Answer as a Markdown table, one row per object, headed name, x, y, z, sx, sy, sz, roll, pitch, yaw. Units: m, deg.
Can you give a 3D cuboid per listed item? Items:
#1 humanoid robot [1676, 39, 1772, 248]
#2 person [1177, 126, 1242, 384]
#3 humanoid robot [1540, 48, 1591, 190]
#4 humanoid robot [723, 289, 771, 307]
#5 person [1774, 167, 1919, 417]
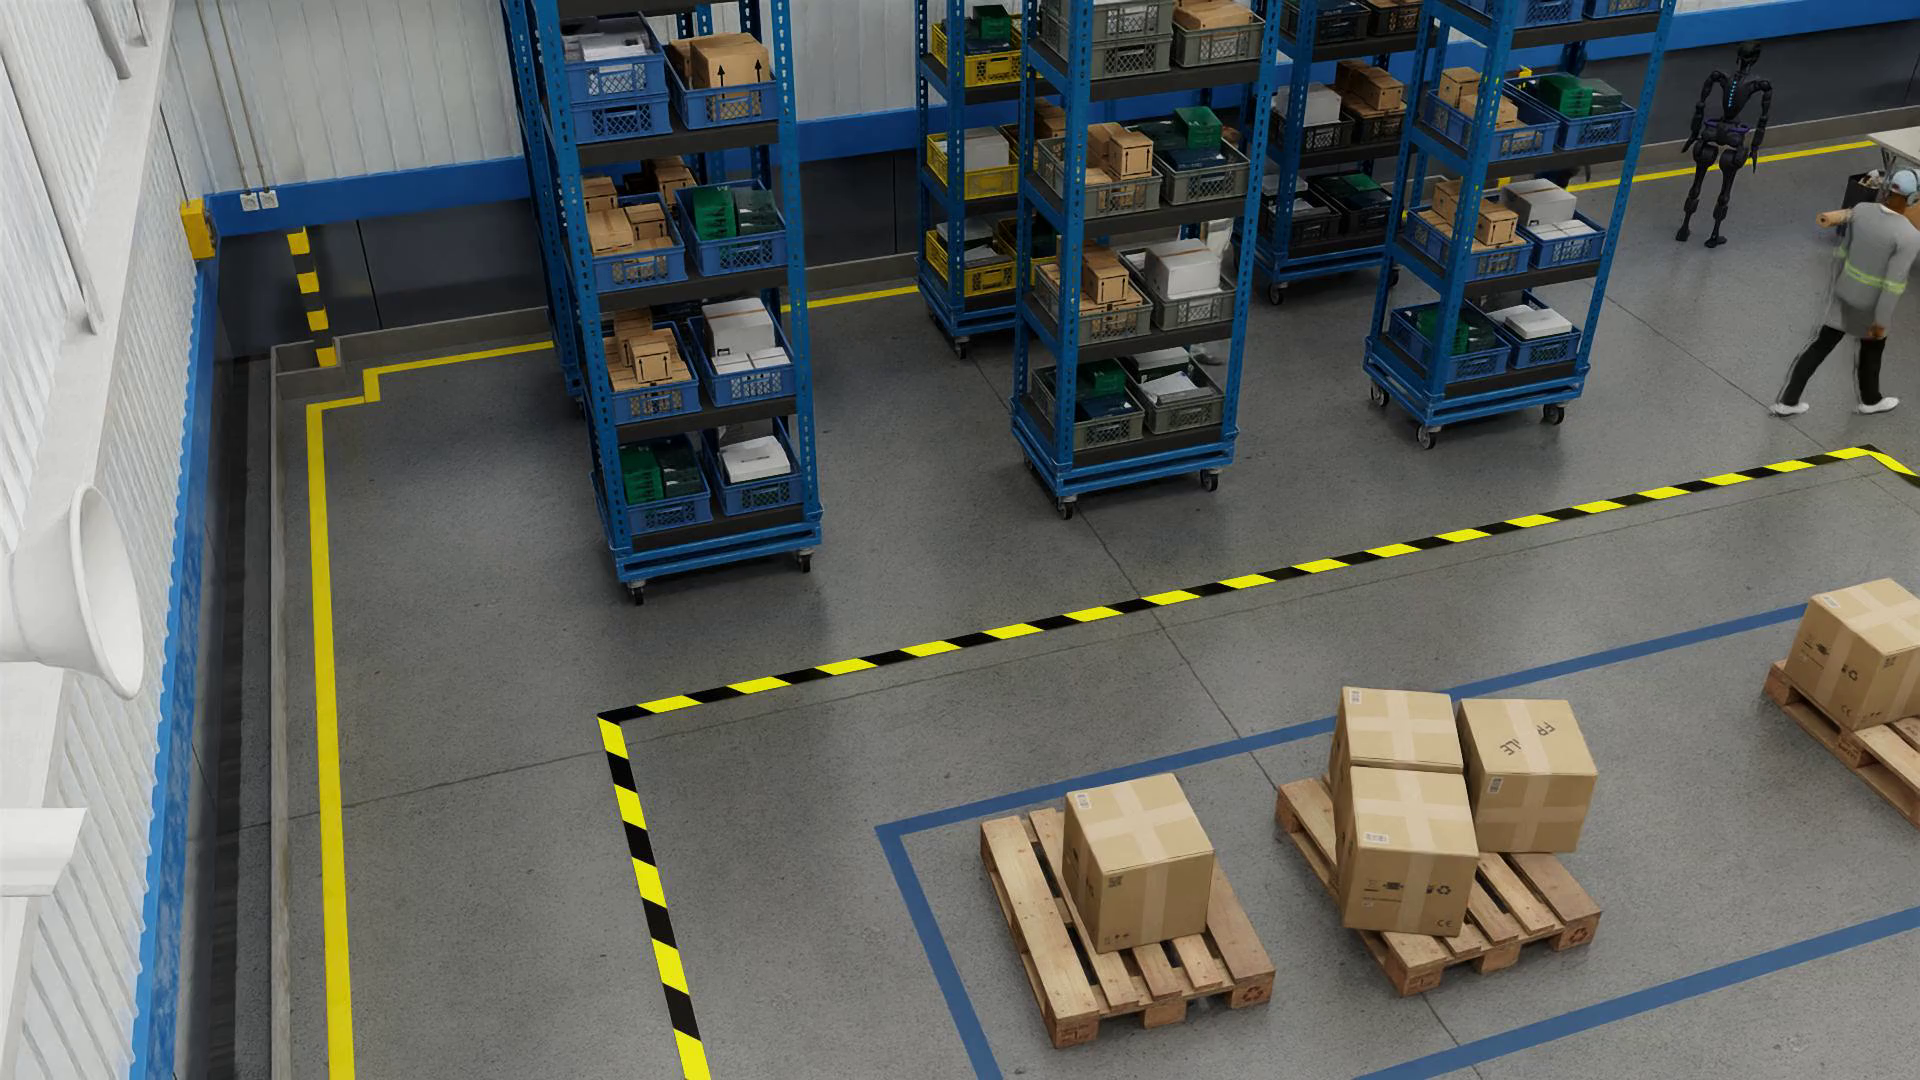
| name | x | y | z | sx | sy | sz | roll | pitch | yaw |
| --- | --- | --- | --- | --- | --- | --- | --- | --- | --- |
| humanoid robot | 6.116 | -3.189 | 13.342 | 0.599 | 1.657 | 0.315 | 25 | 42 | 31 |
| person | 1.685 | -1.980 | 11.498 | 0.373 | 1.839 | 0.568 | 14 | 38 | 19 |
| humanoid robot | 4.751 | -3.097 | 13.222 | 0.384 | 1.642 | 0.589 | -28 | 44 | -34 |
| humanoid robot | -1.348 | -1.073 | 10.378 | 0.684 | 1.638 | 0.585 | 5 | 35 | 7 |
| person | 6.026 | -1.623 | 11.024 | 0.880 | 1.805 | 0.609 | -11 | 37 | -15 |
